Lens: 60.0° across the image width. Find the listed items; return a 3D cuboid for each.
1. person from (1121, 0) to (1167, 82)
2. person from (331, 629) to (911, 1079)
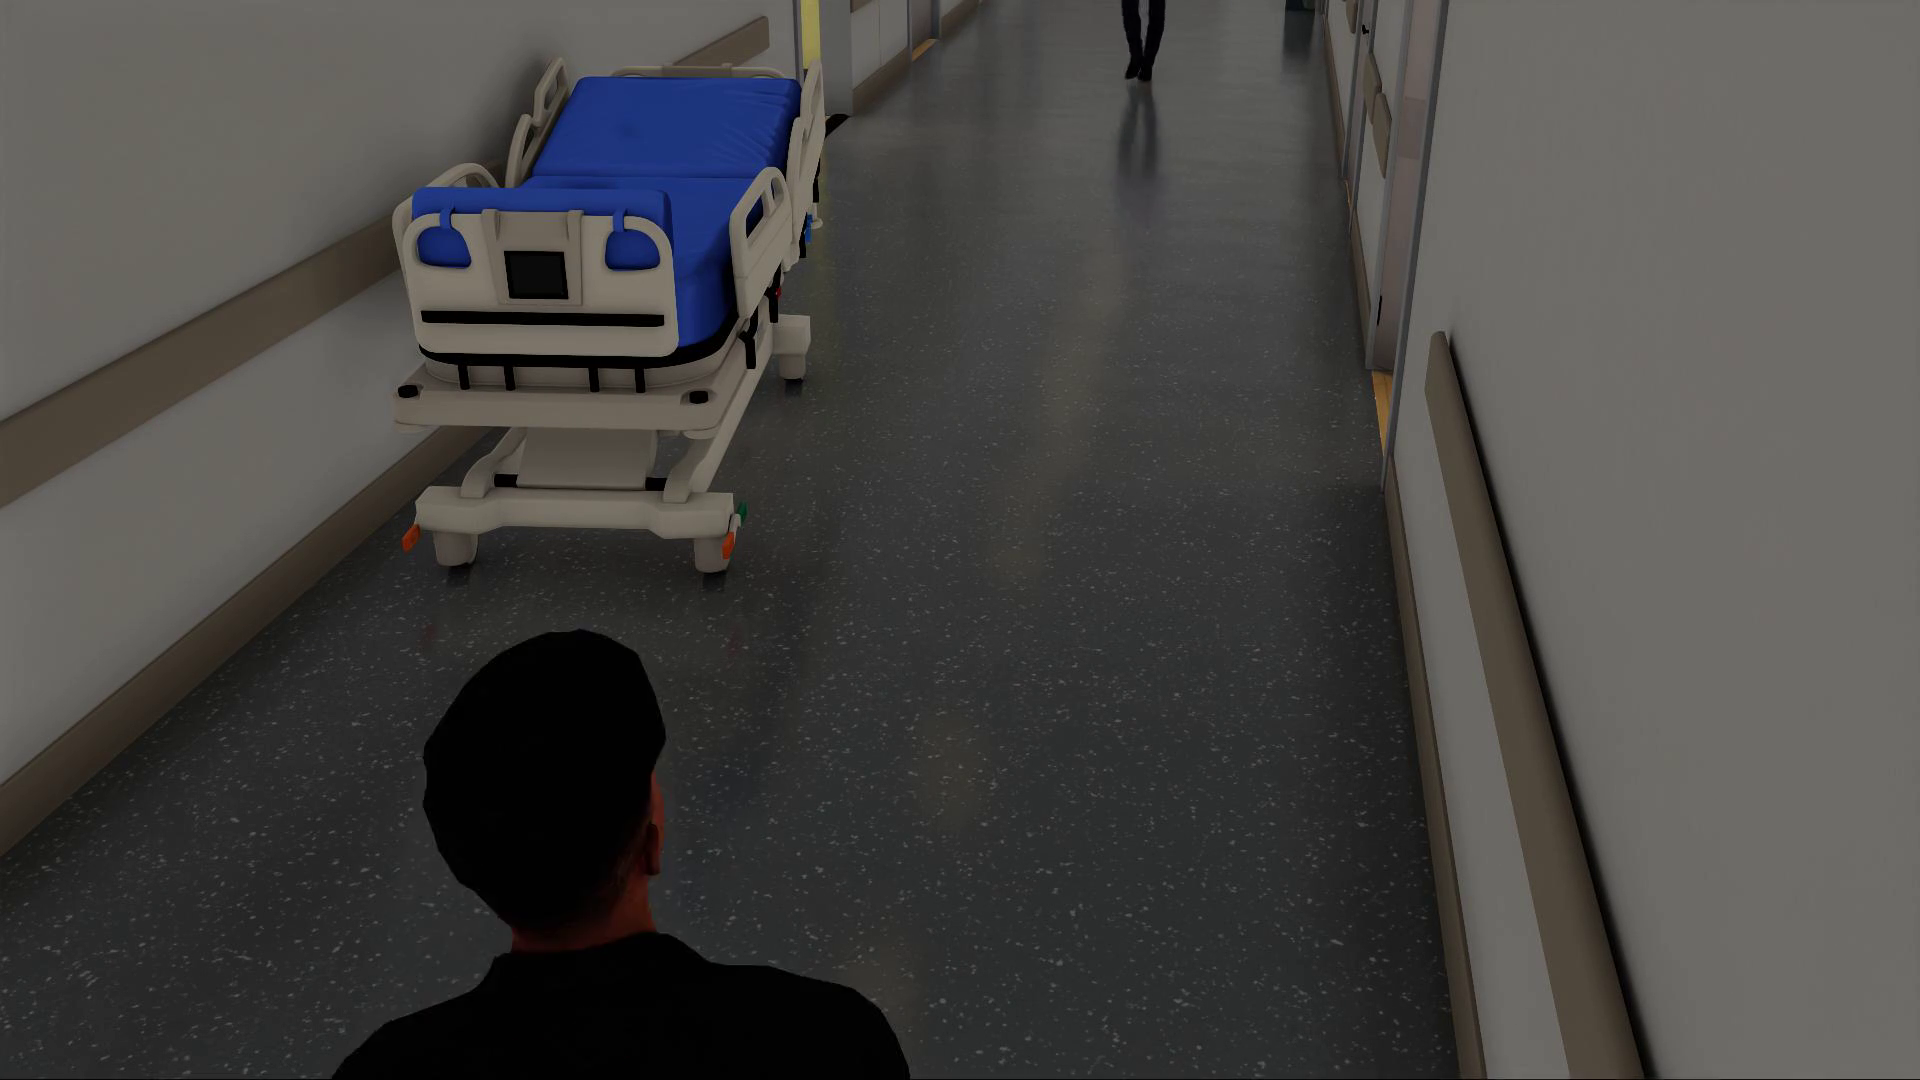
[{"bbox_3d":[1.514,-4.594,13.090,0.590,1.857,0.717,6,26,13],"label":"person"},{"bbox_3d":[-0.284,0.970,1.632,1.104,1.788,0.885,0,26,0],"label":"person"}]
